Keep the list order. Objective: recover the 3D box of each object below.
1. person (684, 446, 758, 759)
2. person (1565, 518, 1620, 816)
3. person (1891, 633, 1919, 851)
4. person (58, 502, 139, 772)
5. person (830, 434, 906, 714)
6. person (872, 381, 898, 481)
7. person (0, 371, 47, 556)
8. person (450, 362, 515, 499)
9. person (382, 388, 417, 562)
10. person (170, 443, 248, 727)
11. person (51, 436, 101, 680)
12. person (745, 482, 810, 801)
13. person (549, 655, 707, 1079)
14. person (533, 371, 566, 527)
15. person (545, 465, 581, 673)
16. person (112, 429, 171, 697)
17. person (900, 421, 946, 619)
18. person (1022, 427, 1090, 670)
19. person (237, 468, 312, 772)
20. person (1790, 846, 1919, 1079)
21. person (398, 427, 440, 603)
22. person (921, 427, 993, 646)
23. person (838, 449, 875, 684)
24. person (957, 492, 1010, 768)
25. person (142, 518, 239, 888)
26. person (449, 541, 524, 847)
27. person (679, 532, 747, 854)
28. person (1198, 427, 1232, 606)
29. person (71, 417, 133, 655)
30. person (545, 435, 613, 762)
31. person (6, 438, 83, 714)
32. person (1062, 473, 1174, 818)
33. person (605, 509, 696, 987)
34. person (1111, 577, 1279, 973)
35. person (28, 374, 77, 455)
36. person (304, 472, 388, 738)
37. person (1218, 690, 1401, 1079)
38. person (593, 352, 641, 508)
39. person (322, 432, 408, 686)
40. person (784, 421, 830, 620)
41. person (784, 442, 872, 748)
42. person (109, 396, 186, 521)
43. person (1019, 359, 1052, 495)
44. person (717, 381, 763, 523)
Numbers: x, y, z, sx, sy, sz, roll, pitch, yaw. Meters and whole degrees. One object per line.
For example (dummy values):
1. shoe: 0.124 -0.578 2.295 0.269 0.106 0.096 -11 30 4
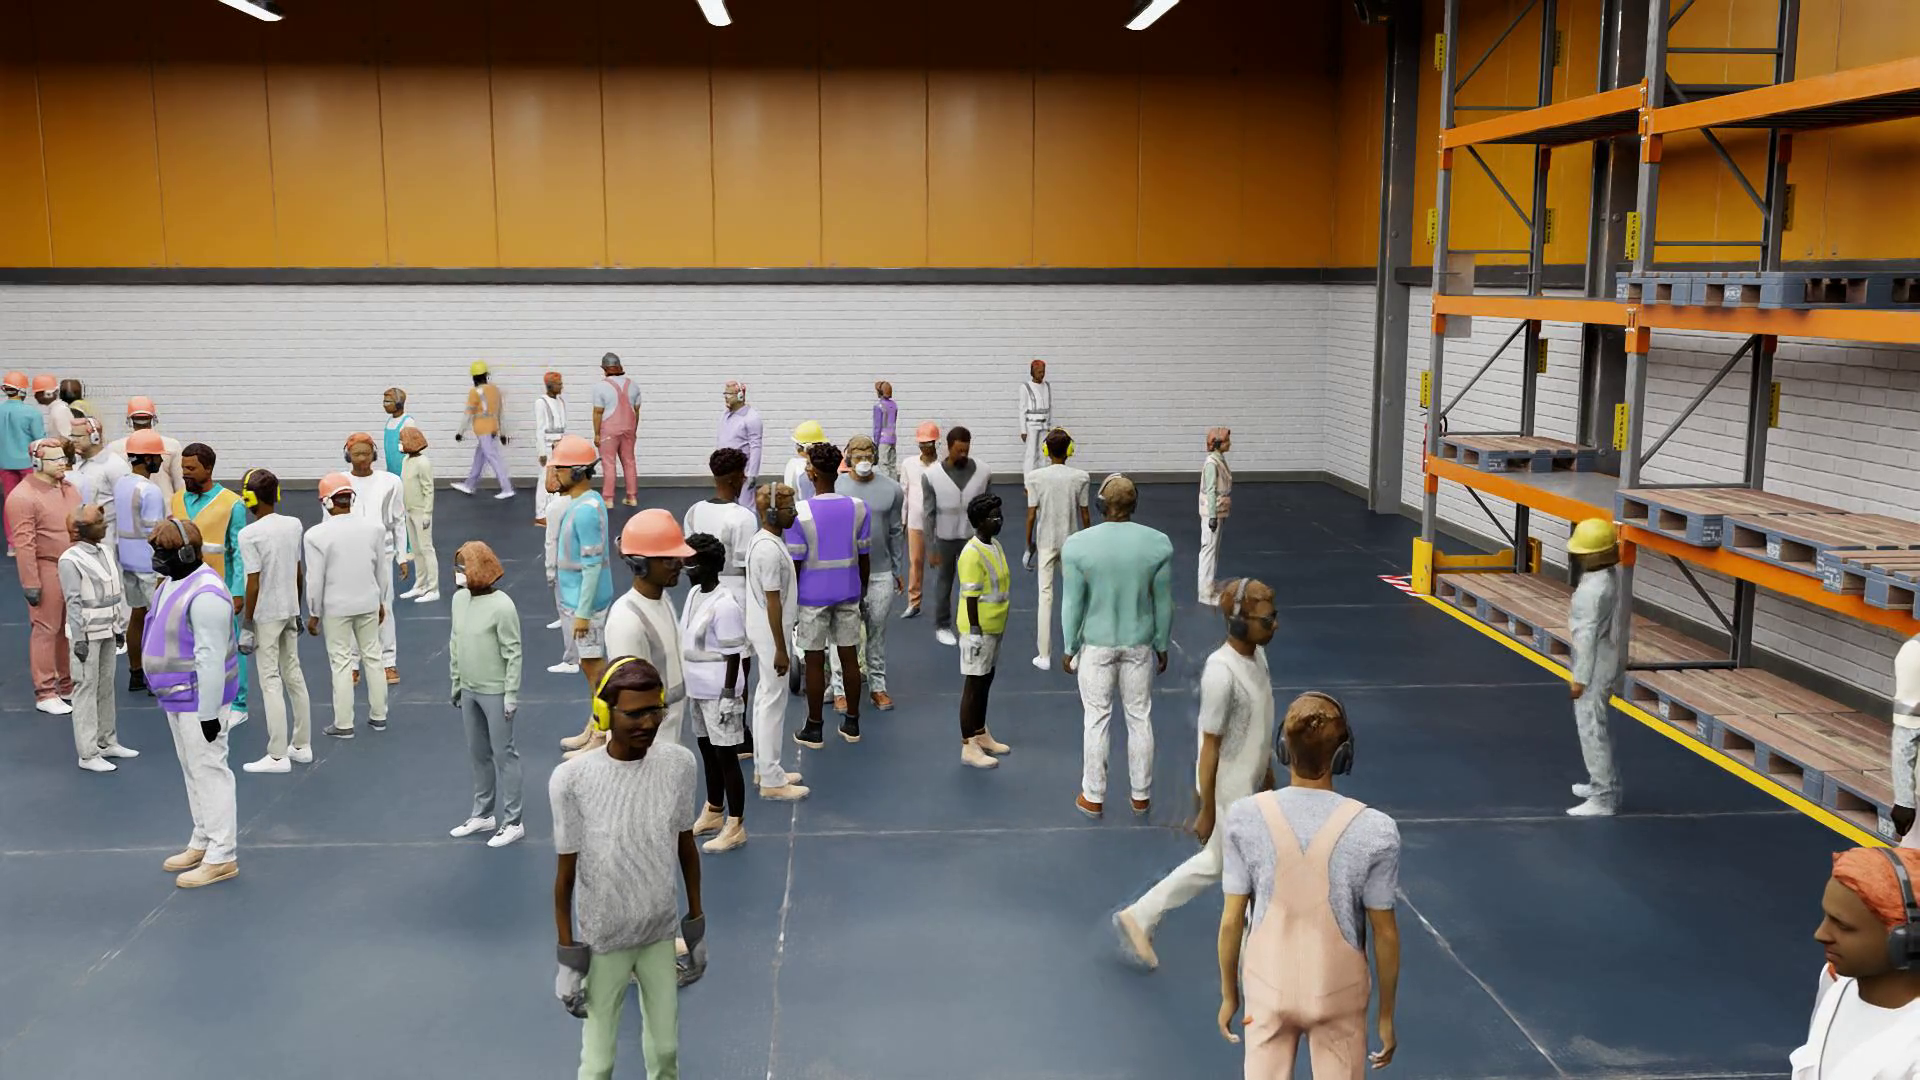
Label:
1. person: -1.453 0.390 10.444 0.613 1.963 0.361 7 12 39
2. person: 3.525 0.708 9.267 0.355 1.708 0.573 4 10 24
3. person: 4.056 0.997 6.775 0.593 1.917 0.384 -3 10 -20
4. person: -5.313 0.588 10.211 0.309 1.645 0.514 0 9 -2
5. person: -0.678 0.232 11.520 0.638 1.938 0.356 -3 10 -20
6. person: -0.990 -1.272 21.899 0.308 1.641 0.517 4 10 26
7. person: -10.115 -0.816 17.926 0.622 1.992 0.396 0 9 1
8. person: -6.497 -1.484 22.555 1.041 1.854 0.593 2 9 15
9. person: -5.920 -0.691 17.611 0.514 1.843 0.327 8 12 41
10. person: -5.022 0.302 11.147 0.590 1.919 0.392 3 10 18
11. person: -6.665 0.135 12.469 0.355 1.835 0.515 3 9 17
12. person: -1.066 0.580 9.626 0.333 1.844 0.514 -2 9 -13
13. person: -1.035 1.271 5.252 0.515 1.861 0.325 -6 11 -33
14. person: -4.935 -1.103 20.105 0.339 1.879 0.589 3 10 18
15. person: -2.995 0.202 12.700 0.280 1.625 0.493 4 10 22
16. person: -5.842 0.164 11.996 0.542 1.931 0.376 7 11 37
17. person: -0.279 -0.168 14.607 0.563 1.752 0.327 2 9 15
18. person: 0.745 0.068 12.779 0.538 1.866 0.312 -1 9 -4
19. person: -4.202 0.489 10.148 0.328 1.865 0.510 3 9 16
20. person: 1.906 1.544 3.494 0.351 1.878 0.568 1 9 9
21. person: -5.041 -0.239 15.432 0.268 1.632 0.507 -8 12 -41
22. person: -0.010 -0.001 13.295 0.628 1.845 1.002 -3 9 -15
23. person: -0.769 0.191 12.345 0.335 1.753 0.572 -1 9 -4
24. person: 0.151 0.546 10.303 0.315 1.696 0.541 3 9 17
25. person: -3.832 0.798 8.309 0.429 1.837 0.624 -7 12 -39
26. person: -2.527 0.811 8.841 0.507 1.632 0.267 7 11 36
27. person: -1.310 0.794 8.761 0.316 1.692 0.541 -5 11 -31
28. person: 2.347 -0.222 15.296 0.311 1.643 0.522 3 9 16
29. person: -6.874 -0.025 13.237 0.645 1.907 0.400 4 10 25
30. person: -2.347 0.369 10.327 0.381 2.045 0.605 -2 9 -12
31. person: -6.269 0.241 11.565 0.408 1.906 0.653 1 9 5
32. person: 0.871 0.590 9.275 0.634 1.940 0.367 -1 9 -6
33. person: -1.309 0.876 7.148 0.397 2.043 0.609 1 9 3
34. person: 1.077 1.029 6.948 0.895 1.809 0.509 3 10 21
35. person: -9.798 -0.830 18.147 0.694 1.953 0.645 -6 11 -31
36. person: -4.035 0.422 10.928 0.345 1.745 0.564 8 12 43
37. person: 1.005 1.344 4.830 0.516 1.843 0.327 3 10 19
38. person: -4.521 -1.443 21.717 0.683 2.000 0.535 -9 13 -44
39. person: -4.377 0.141 12.258 0.585 1.883 0.340 -3 10 -19
40. person: -1.242 -0.072 13.761 0.404 1.830 0.603 -3 10 -20
41. person: -0.853 0.353 10.674 0.607 1.966 0.367 -5 10 -29
42. person: -6.980 -0.242 14.328 0.613 1.993 0.388 -5 10 -27
43. person: 1.051 -1.540 22.847 0.586 1.879 0.358 -8 12 -42
44. person: -2.386 -0.740 17.725 0.639 1.910 0.407 9 13 44
